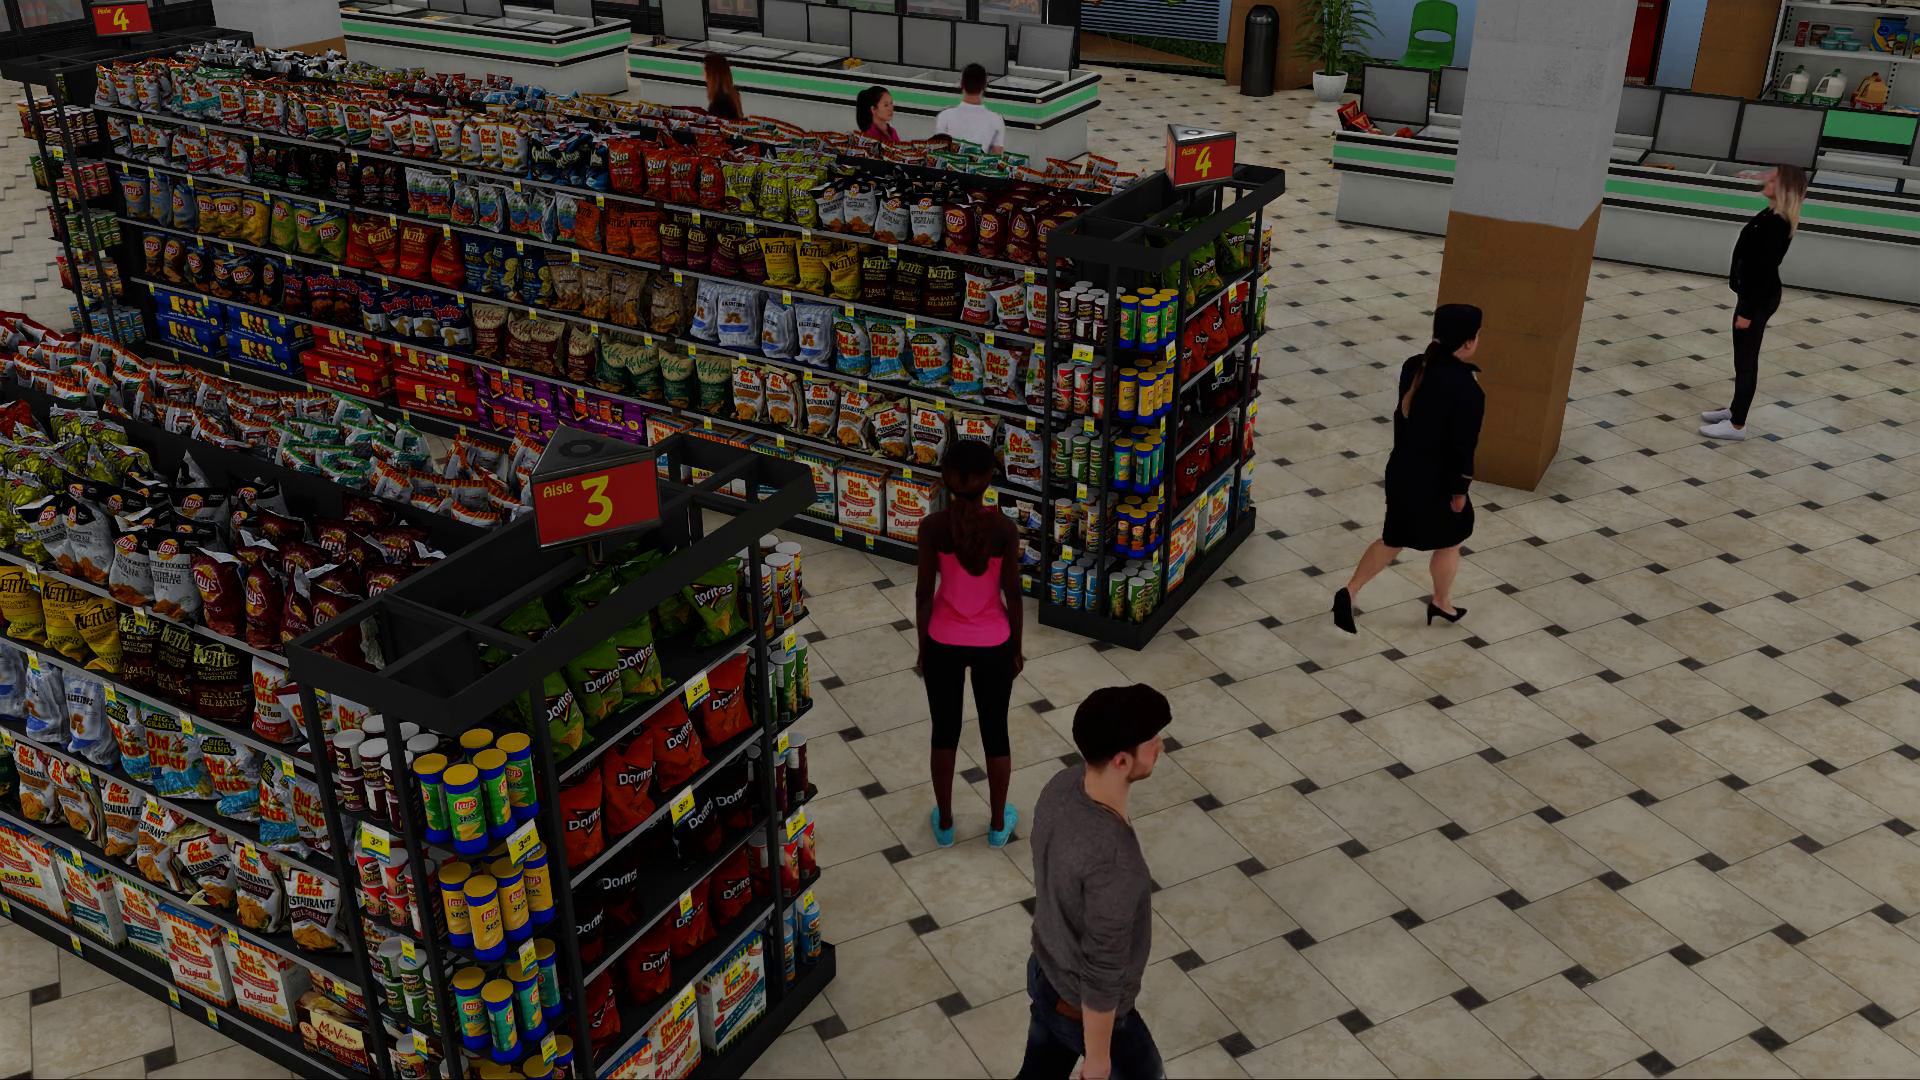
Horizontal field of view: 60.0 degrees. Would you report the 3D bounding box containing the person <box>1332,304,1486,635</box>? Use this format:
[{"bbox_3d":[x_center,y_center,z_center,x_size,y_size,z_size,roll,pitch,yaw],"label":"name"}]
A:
[{"bbox_3d":[2.115,-0.268,7.773,1.097,1.645,1.111,-13,30,-24],"label":"person"}]

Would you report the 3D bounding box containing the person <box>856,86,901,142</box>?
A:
[{"bbox_3d":[-0.572,-2.380,11.880,0.589,1.698,0.599,12,29,22],"label":"person"}]

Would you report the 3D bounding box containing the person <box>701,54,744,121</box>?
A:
[{"bbox_3d":[-1.714,-2.911,12.938,1.079,1.687,0.862,4,27,7],"label":"person"}]

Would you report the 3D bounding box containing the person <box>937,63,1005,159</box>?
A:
[{"bbox_3d":[0.058,-2.386,11.749,1.110,1.826,1.073,-2,27,-4],"label":"person"}]

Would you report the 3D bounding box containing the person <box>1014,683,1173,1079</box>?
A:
[{"bbox_3d":[0.255,1.247,4.532,1.207,1.874,1.143,-7,28,-14],"label":"person"}]

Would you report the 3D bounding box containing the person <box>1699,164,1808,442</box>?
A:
[{"bbox_3d":[4.801,-1.423,10.007,0.536,1.685,0.611,13,30,24],"label":"person"}]

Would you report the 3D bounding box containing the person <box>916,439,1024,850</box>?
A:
[{"bbox_3d":[0.030,0.415,6.340,0.612,1.723,0.711,2,27,4],"label":"person"}]
